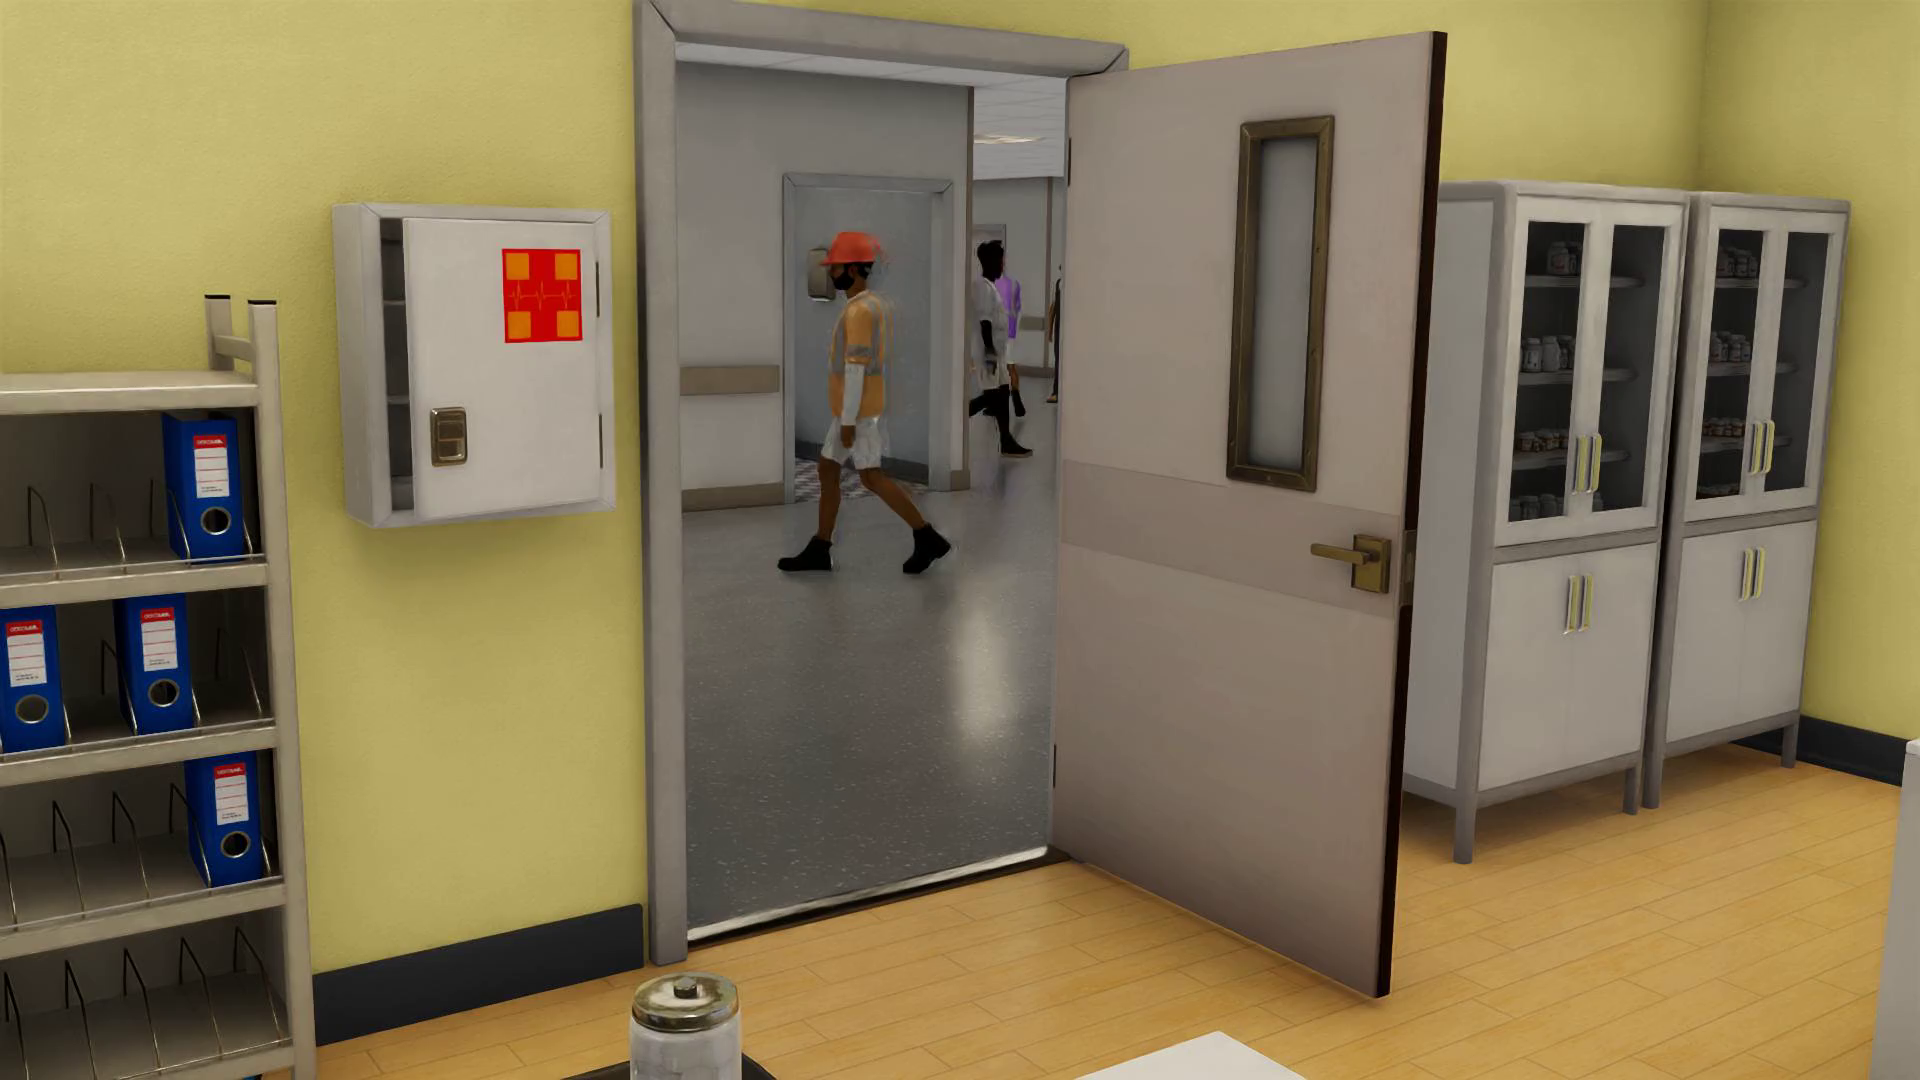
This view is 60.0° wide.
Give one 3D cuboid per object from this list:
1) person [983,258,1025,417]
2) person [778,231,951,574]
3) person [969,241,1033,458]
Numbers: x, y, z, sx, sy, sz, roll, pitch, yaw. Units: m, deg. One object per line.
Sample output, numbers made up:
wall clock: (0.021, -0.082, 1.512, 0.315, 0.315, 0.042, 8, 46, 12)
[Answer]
person: (0.451, -2.304, 18.621, 0.556, 1.897, 0.815, -2, 10, -14)
person: (-0.504, -0.743, 9.185, 0.932, 1.907, 0.553, 1, 10, -1)
person: (0.246, -1.679, 14.766, 0.781, 1.927, 0.636, 3, 10, 13)
